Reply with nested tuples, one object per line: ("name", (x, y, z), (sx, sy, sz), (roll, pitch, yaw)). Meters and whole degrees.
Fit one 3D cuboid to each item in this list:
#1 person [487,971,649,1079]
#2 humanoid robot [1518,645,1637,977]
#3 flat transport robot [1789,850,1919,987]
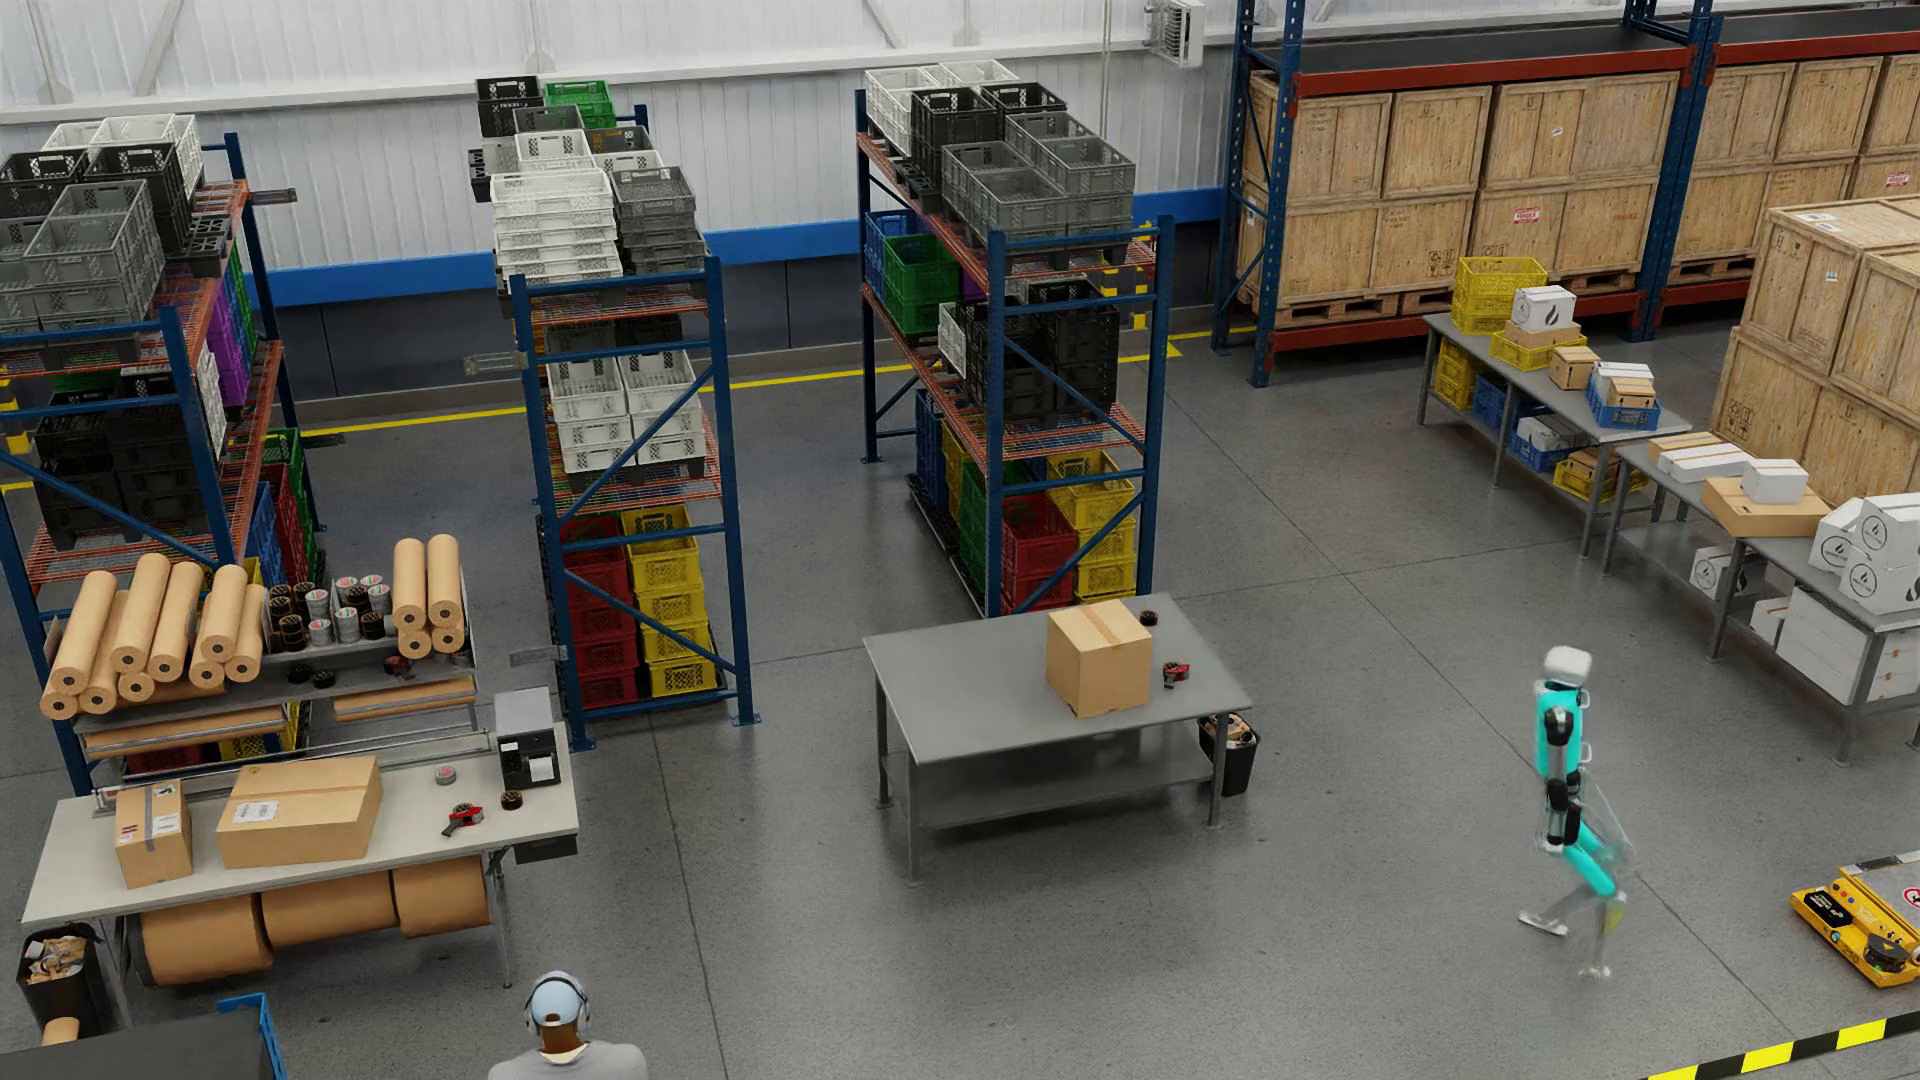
("person", (-1.414, 2.345, 6.256), (0.587, 1.848, 0.396), (-6, 29, -11))
("humanoid robot", (3.135, 1.366, 8.178), (0.809, 1.797, 0.536), (9, 30, 15))
("flat transport robot", (5.163, 1.916, 8.676), (1.431, 0.231, 0.659), (-8, 30, -14))
